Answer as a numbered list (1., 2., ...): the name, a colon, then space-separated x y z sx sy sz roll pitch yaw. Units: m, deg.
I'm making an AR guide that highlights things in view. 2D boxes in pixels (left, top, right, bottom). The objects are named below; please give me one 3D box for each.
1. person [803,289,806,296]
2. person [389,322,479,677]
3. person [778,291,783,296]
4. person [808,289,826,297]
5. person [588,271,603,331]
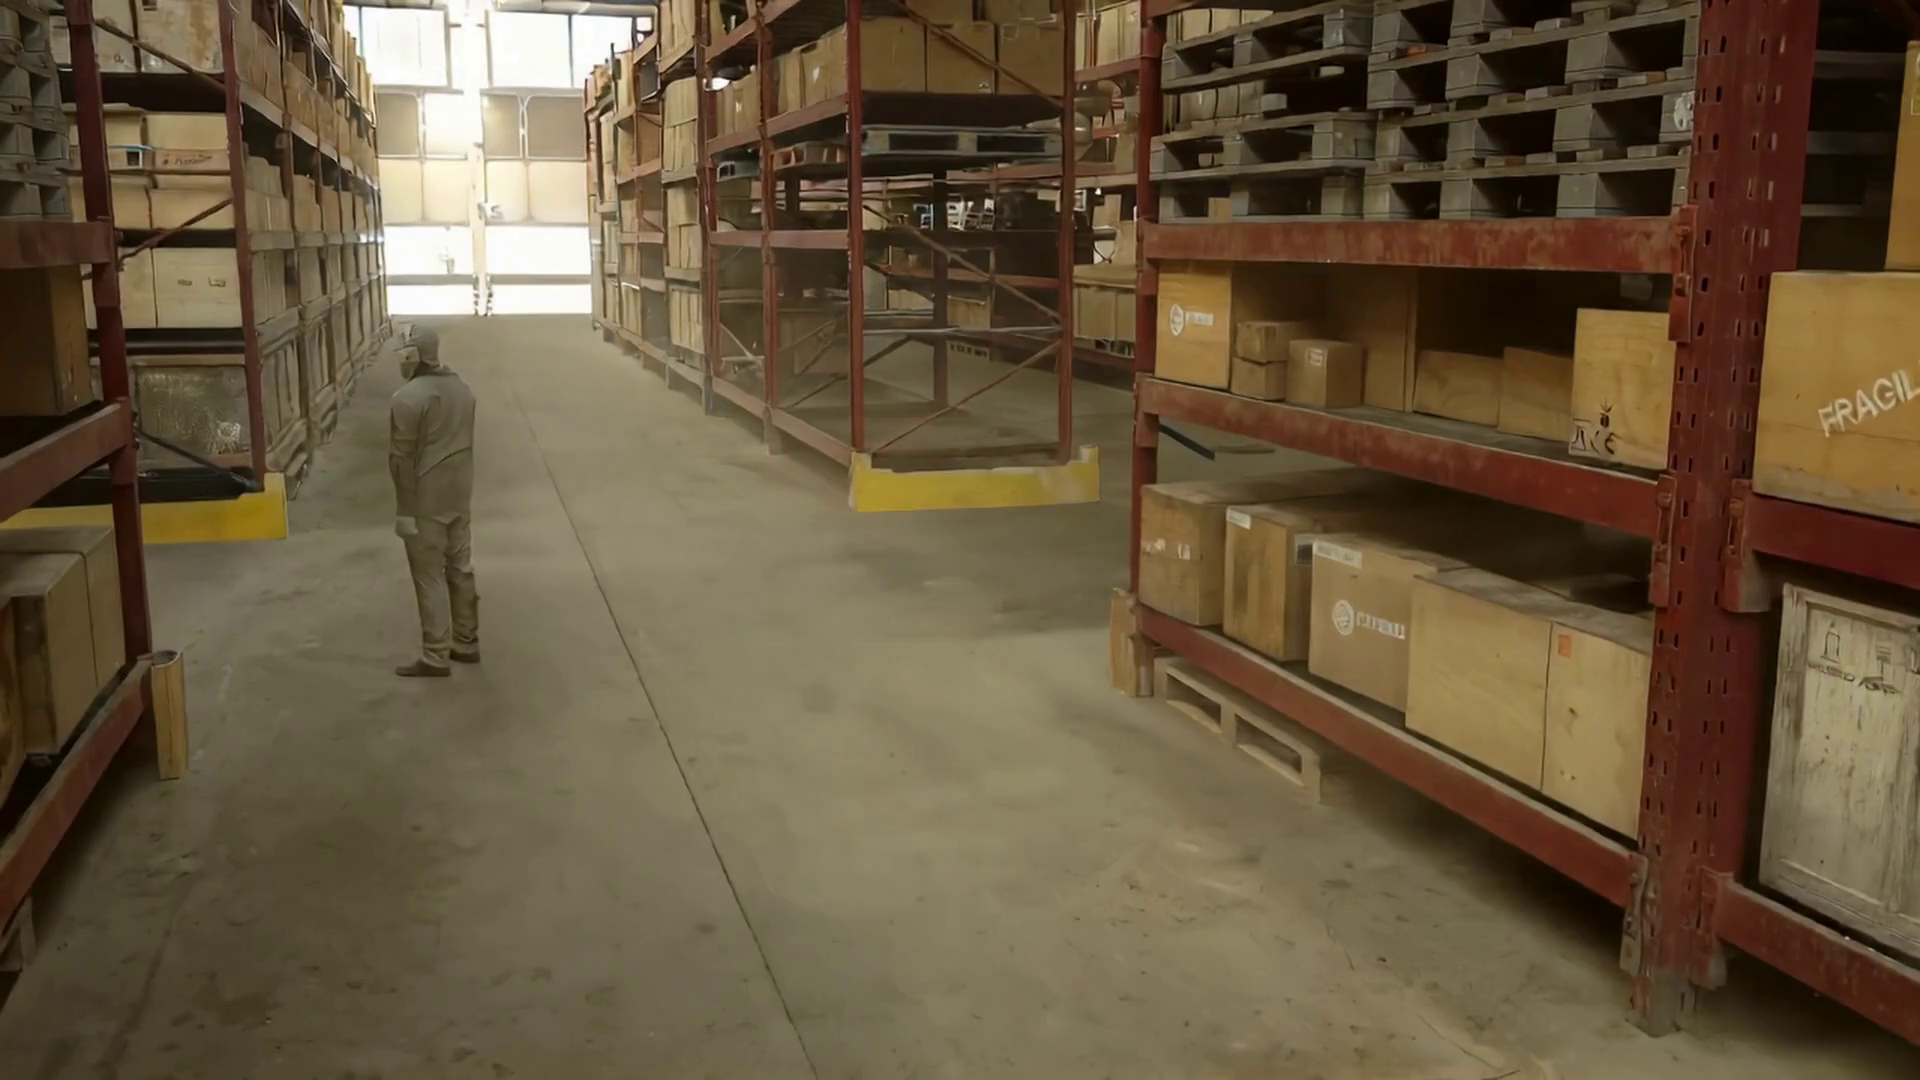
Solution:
1. person: -4.309 -6.563 43.661 0.632 1.934 0.426 -7 13 -35
2. person: -2.853 -0.216 8.958 0.398 1.899 0.647 2 11 13
3. person: -4.417 -5.554 38.482 0.591 1.803 0.776 -5 12 -28
4. person: -3.935 -6.740 44.551 0.805 1.951 0.643 3 11 16
5. person: -9.042 -6.188 41.621 0.453 1.922 0.651 -2 10 -9
